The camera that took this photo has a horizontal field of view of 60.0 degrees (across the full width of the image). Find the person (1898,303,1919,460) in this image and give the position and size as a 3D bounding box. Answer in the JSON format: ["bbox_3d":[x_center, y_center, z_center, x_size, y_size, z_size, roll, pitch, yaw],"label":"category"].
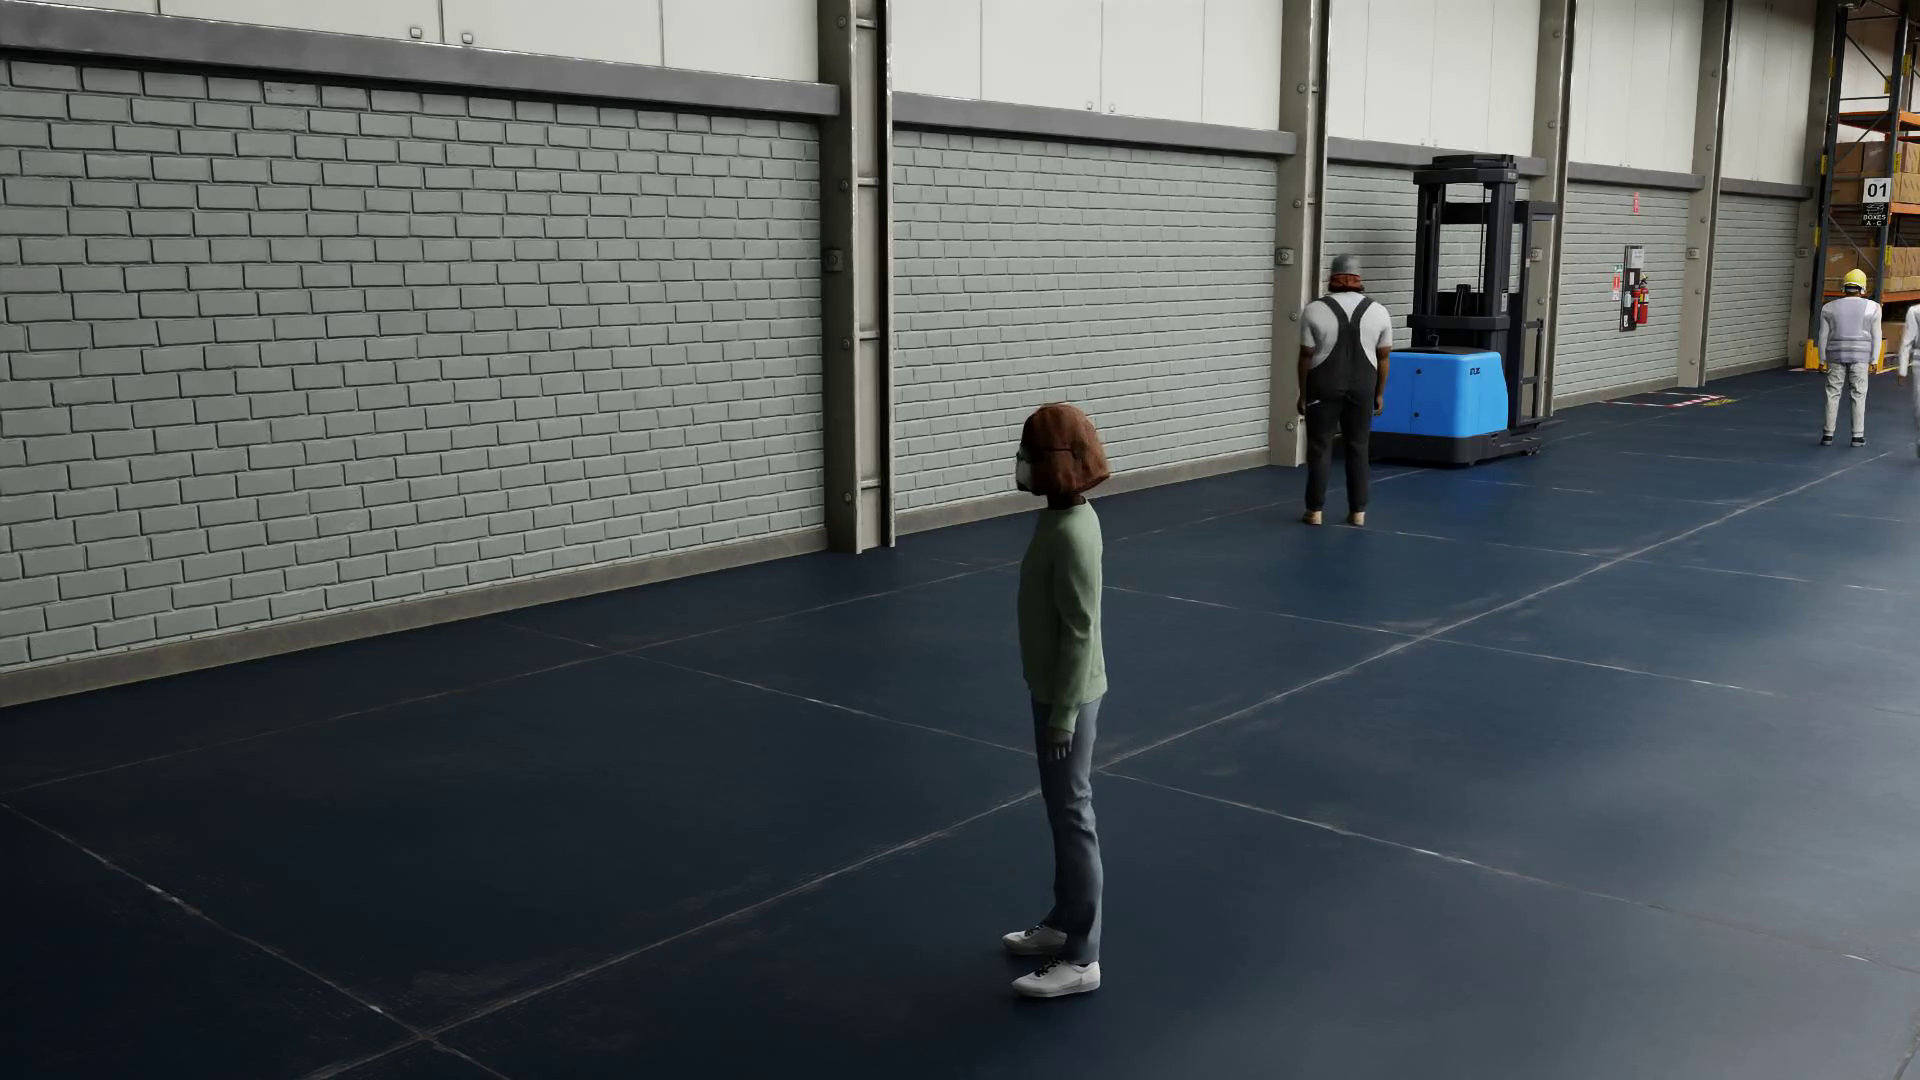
[{"bbox_3d":[9.206,-1.617,15.710,0.582,1.857,0.860,7,12,33],"label":"person"}]

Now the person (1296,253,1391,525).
[{"bbox_3d":[2.831,-1.120,12.457,0.689,2.000,0.535,0,10,-1],"label":"person"}]

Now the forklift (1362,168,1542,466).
[{"bbox_3d":[4.875,-2.212,16.287,1.129,2.768,1.873,8,13,40],"label":"forklift"}]

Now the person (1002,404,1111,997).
[{"bbox_3d":[0.271,0.438,4.625,0.280,1.633,0.507,0,10,-2],"label":"person"}]

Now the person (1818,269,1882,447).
[{"bbox_3d":[9.289,-1.903,17.383,0.588,1.833,0.404,6,12,31],"label":"person"}]
